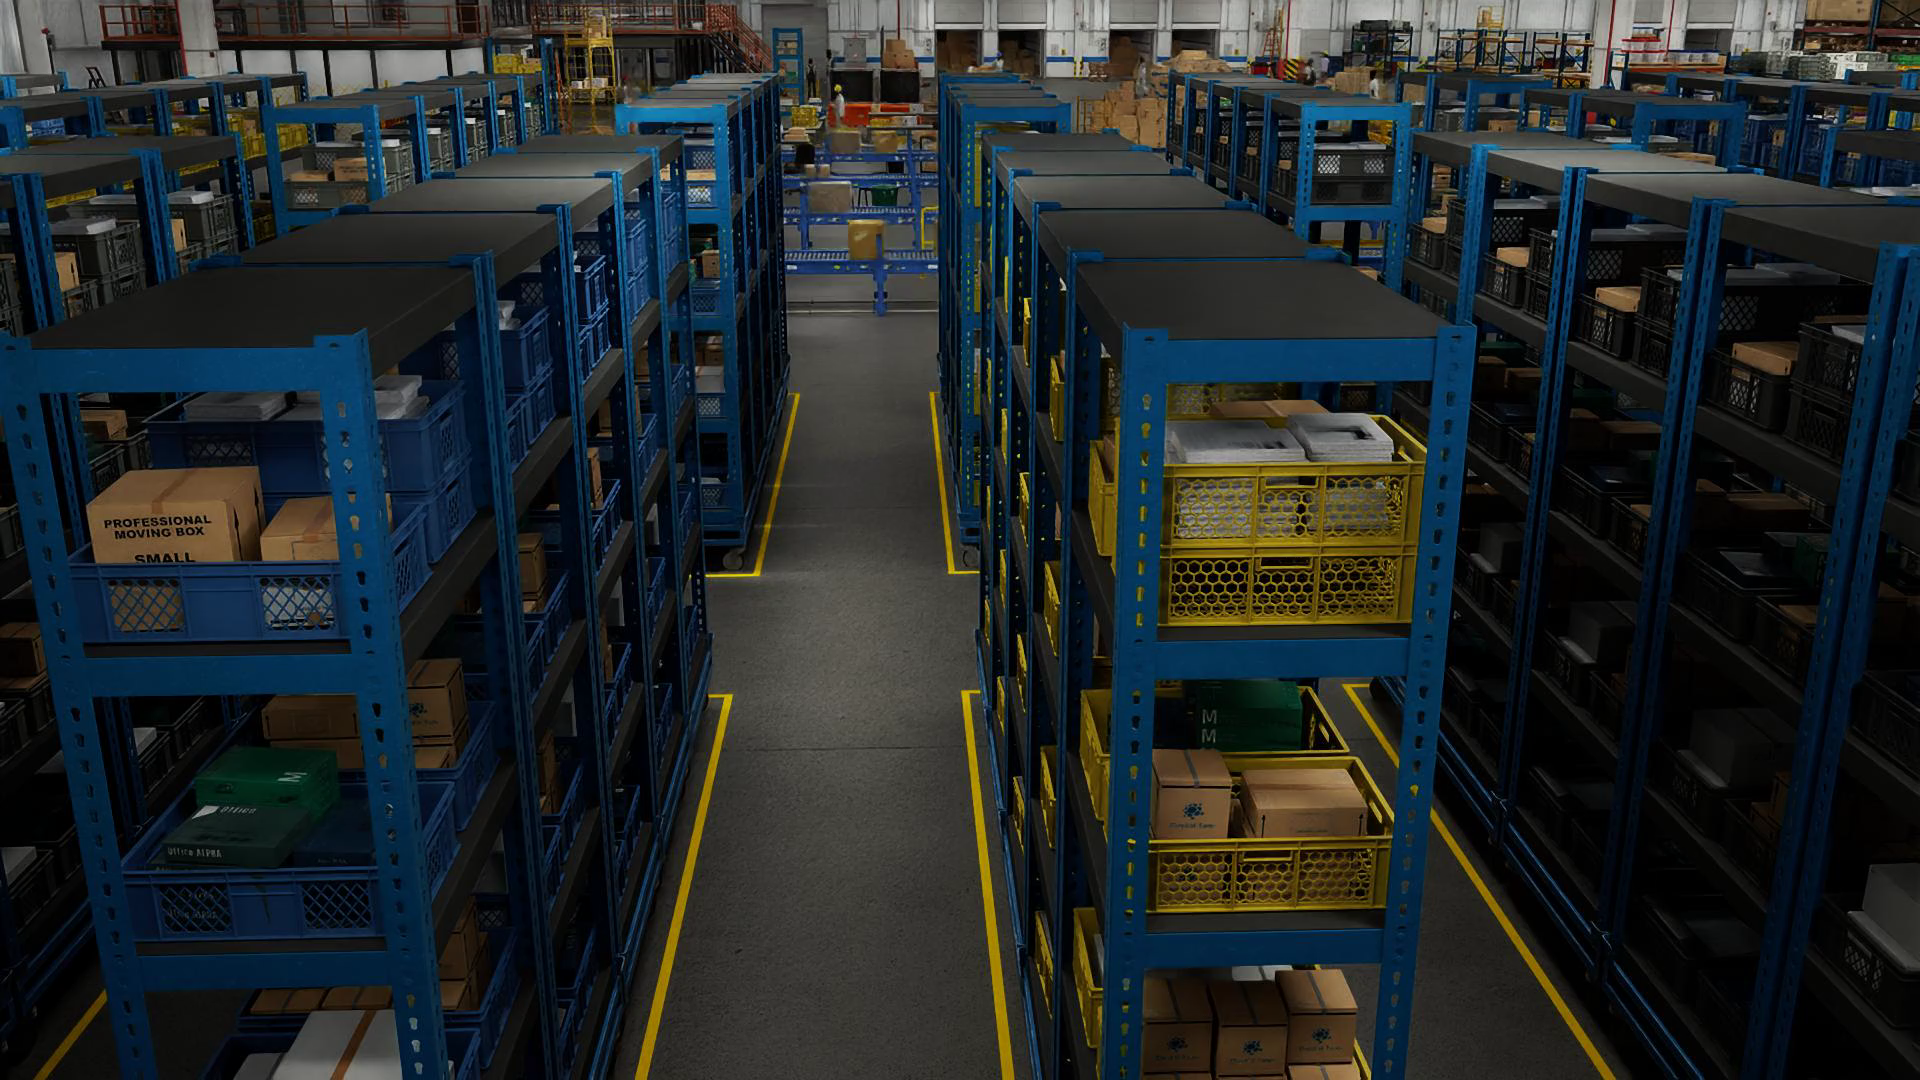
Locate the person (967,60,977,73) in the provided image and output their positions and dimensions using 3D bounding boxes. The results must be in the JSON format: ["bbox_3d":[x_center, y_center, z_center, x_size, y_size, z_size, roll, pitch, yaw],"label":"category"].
[{"bbox_3d":[0.546,-20.551,74.488,0.591,1.866,0.640,11,21,31],"label":"person"}]

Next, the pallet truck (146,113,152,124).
[{"bbox_3d":[-18.087,-8.309,36.390,1.885,1.965,0.823,-1,18,-4],"label":"pallet truck"}]

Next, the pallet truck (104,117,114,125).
[{"bbox_3d":[-18.367,-7.885,35.078,1.885,1.965,0.823,1,18,2],"label":"pallet truck"}]

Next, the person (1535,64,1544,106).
[{"bbox_3d":[24.091,-18.863,69.281,0.507,1.860,0.323,-9,20,-27],"label":"person"}]

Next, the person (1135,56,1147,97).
[{"bbox_3d":[8.536,-22.006,79.002,0.872,1.849,0.597,-3,18,-10],"label":"person"}]

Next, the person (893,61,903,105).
[{"bbox_3d":[-2.691,-19.298,70.516,0.578,1.916,0.560,-9,20,-27],"label":"person"}]

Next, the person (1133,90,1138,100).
[{"bbox_3d":[5.686,-14.164,55.117,0.509,1.613,0.546,11,21,32],"label":"person"}]

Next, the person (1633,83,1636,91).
[{"bbox_3d":[33.633,-22.981,81.950,0.922,1.912,0.640,6,19,17],"label":"person"}]

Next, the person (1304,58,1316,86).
[{"bbox_3d":[15.282,-20.155,72.977,1.014,2.000,0.692,8,20,24],"label":"person"}]

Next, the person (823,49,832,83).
[{"bbox_3d":[-7.312,-26.221,92.083,0.728,1.839,0.488,-13,22,-35],"label":"person"}]

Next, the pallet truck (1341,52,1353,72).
[{"bbox_3d":[18.794,-23.123,82.231,0.823,1.965,1.885,-13,22,-35],"label":"pallet truck"}]

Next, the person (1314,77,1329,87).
[{"bbox_3d":[12.413,-14.956,57.168,0.673,1.876,0.419,14,23,37],"label":"person"}]

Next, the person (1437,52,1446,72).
[{"bbox_3d":[25.055,-24.457,86.613,0.429,1.839,0.634,-9,20,-25],"label":"person"}]

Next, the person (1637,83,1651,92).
[{"bbox_3d":[24.955,-16.019,60.839,0.508,1.629,0.315,1,18,2],"label":"person"}]

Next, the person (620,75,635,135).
[{"bbox_3d":[-11.322,-14.665,56.097,0.676,1.966,0.651,3,18,8],"label":"person"}]

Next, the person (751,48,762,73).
[{"bbox_3d":[-11.223,-26.149,91.747,0.584,1.911,0.392,-7,19,-20],"label":"person"}]

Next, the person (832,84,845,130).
[{"bbox_3d":[-3.838,-13.578,52.975,0.470,1.821,0.609,-4,18,-12],"label":"person"}]

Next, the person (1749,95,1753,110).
[{"bbox_3d":[23.503,-12.375,49.472,0.540,1.684,0.491,-10,20,-28],"label":"person"}]

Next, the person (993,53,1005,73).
[{"bbox_3d":[1.944,-23.216,82.632,0.601,1.921,0.585,-11,21,-30],"label":"person"}]

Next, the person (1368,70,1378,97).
[{"bbox_3d":[15.265,-16.416,61.619,1.025,1.909,0.631,11,21,32],"label":"person"}]

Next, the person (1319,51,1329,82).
[{"bbox_3d":[18.923,-24.327,86.116,0.890,1.888,0.599,-15,23,-38],"label":"person"}]

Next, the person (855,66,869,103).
[{"bbox_3d":[-3.911,-17.880,66.176,0.999,1.895,0.555,6,19,18],"label":"person"}]

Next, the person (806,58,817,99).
[{"bbox_3d":[-6.883,-21.345,76.971,0.513,1.846,0.334,-5,18,-14],"label":"person"}]

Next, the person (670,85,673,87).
[{"bbox_3d":[-9.464,-14.184,55.040,0.918,1.690,0.501,0,18,-2],"label":"person"}]

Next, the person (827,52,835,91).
[{"bbox_3d":[-6.590,-23.844,84.598,0.398,1.915,0.589,-11,21,-31],"label":"person"}]

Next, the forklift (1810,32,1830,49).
[{"bbox_3d":[45.954,-25.830,89.194,1.129,2.768,1.873,-1,18,-2],"label":"forklift"}]
